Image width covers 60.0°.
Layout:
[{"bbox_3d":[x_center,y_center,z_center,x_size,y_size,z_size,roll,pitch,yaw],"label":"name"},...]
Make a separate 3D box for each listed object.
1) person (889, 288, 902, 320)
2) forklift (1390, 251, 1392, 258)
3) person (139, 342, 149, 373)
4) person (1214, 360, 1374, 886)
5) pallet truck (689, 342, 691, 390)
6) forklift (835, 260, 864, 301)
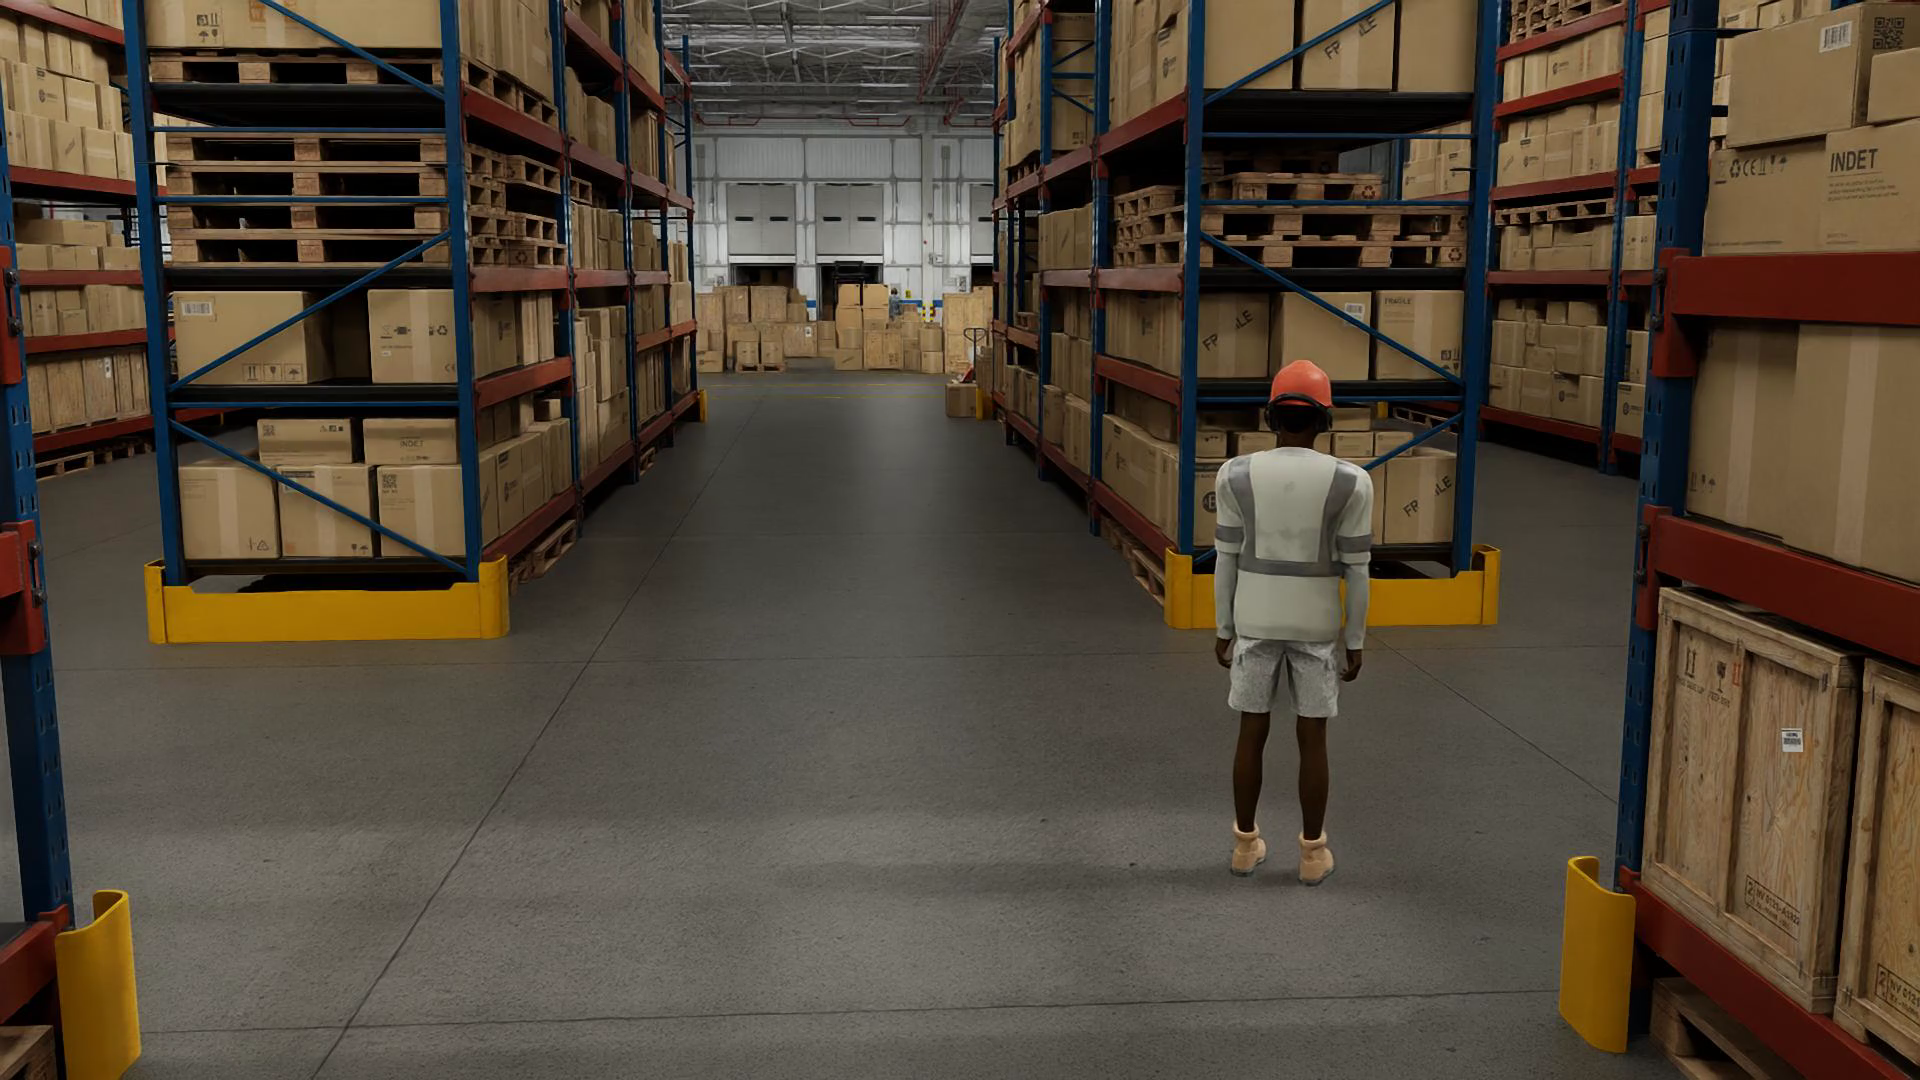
[{"bbox_3d":[-2.311,-7.827,57.972,0.637,1.929,0.368,3,10,21],"label":"person"},{"bbox_3d":[8.419,-4.240,32.454,1.129,2.768,1.873,-1,9,-3],"label":"forklift"},{"bbox_3d":[-13.656,-3.089,28.000,0.608,1.995,0.377,-1,9,-7],"label":"person"},{"bbox_3d":[1.285,0.323,6.475,0.601,2.036,0.404,3,9,16],"label":"person"},{"bbox_3d":[-5.225,-3.008,27.480,1.885,1.965,0.823,2,9,14],"label":"pallet truck"},{"bbox_3d":[-3.555,-7.608,53.603,1.129,2.768,1.873,-1,9,-4],"label":"forklift"}]
